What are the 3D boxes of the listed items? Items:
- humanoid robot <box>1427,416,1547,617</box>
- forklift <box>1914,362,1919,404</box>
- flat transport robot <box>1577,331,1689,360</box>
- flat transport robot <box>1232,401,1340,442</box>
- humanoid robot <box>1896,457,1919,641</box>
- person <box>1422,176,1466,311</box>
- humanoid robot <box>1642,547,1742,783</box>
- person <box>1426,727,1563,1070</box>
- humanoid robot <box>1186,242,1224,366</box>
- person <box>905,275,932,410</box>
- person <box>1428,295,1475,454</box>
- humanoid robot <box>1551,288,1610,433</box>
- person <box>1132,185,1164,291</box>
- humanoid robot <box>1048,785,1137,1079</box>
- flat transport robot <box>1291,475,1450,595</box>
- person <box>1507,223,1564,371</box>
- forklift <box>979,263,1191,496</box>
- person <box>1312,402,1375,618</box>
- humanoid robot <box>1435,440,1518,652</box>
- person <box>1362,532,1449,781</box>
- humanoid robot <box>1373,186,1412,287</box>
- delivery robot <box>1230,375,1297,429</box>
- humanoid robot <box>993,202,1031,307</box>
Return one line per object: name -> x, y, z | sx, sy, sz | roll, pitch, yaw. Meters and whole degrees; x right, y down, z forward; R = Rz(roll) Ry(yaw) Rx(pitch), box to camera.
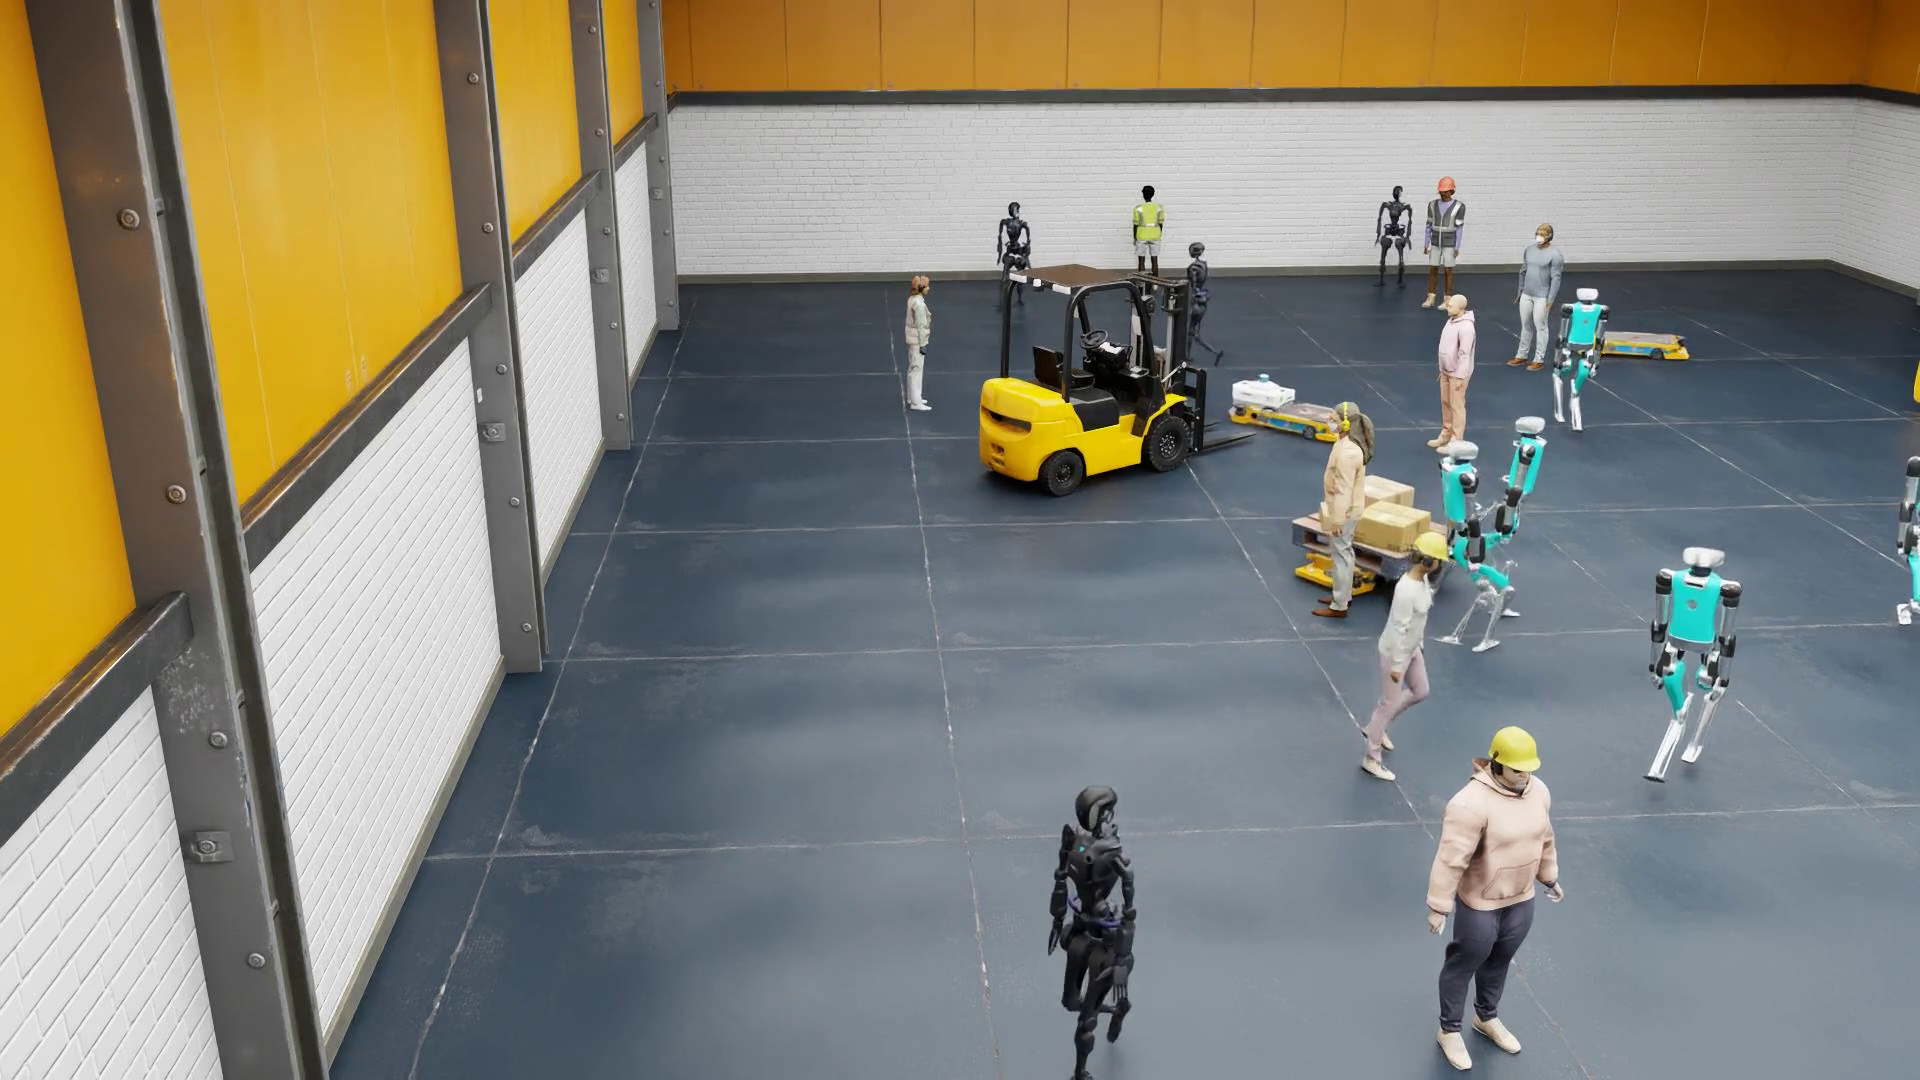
humanoid robot -> 4.396, -0.218, 14.127 | 0.950, 1.775, 0.571 | 9, 22, 24
forklift -> 12.602, -2.435, 19.475 | 2.313, 2.155, 1.214 | -1, 20, -4
flat transport robot -> 9.260, -2.690, 22.957 | 1.431, 0.231, 0.659 | 6, 21, 15
flat transport robot -> 3.970, -1.414, 19.479 | 1.431, 0.231, 0.659 | 17, 26, 38
humanoid robot -> 7.805, 0.070, 13.321 | 0.547, 1.729, 1.027 | 8, 22, 20
person -> 7.366, -4.528, 25.419 | 0.598, 2.035, 0.410 | 15, 25, 35
humanoid robot -> 4.969, 0.822, 11.257 | 0.546, 1.737, 1.042 | 15, 25, 35
person -> 2.701, 1.780, 8.458 | 0.817, 1.865, 0.403 | -9, 22, -23
humanoid robot -> 3.250, -3.165, 22.231 | 0.670, 1.632, 0.613 | 7, 21, 19
person -> -0.510, -2.391, 20.164 | 0.313, 1.632, 0.519 | -4, 21, -11
person -> 5.505, -1.846, 18.476 | 0.408, 1.777, 0.520 | -4, 21, -11
humanoid robot -> 7.087, -2.089, 19.226 | 0.533, 1.746, 1.010 | 2, 20, 6
person -> 3.028, -4.866, 26.836 | 0.532, 1.686, 0.330 | -2, 20, -6
humanoid robot -> 0.701, 1.964, 8.262 | 0.626, 1.637, 0.590 | -15, 25, -36
flat transport robot -> 3.782, 0.184, 15.125 | 1.431, 0.231, 0.659 | -15, 25, -35
person -> 7.610, -3.211, 21.957 | 0.373, 1.940, 0.628 | -12, 23, -29
forklift -> 1.315, -1.764, 17.646 | 2.313, 2.155, 1.214 | -14, 24, -33
person -> 3.239, -0.252, 13.999 | 0.390, 1.873, 0.560 | 6, 21, 17
humanoid robot -> 4.206, 0.052, 13.361 | 0.807, 1.771, 0.532 | -3, 20, -8
person -> 3.048, 0.775, 11.388 | 0.436, 1.729, 0.592 | 12, 23, 29
humanoid robot -> 7.051, -4.934, 27.017 | 0.599, 1.639, 0.383 | 8, 22, 21
delivery robot -> 3.601, -1.663, 19.725 | 0.773, 0.582, 0.499 | 17, 26, 38
humanoid robot -> 0.819, -4.342, 25.447 | 0.599, 1.636, 0.697 | 11, 23, 27
